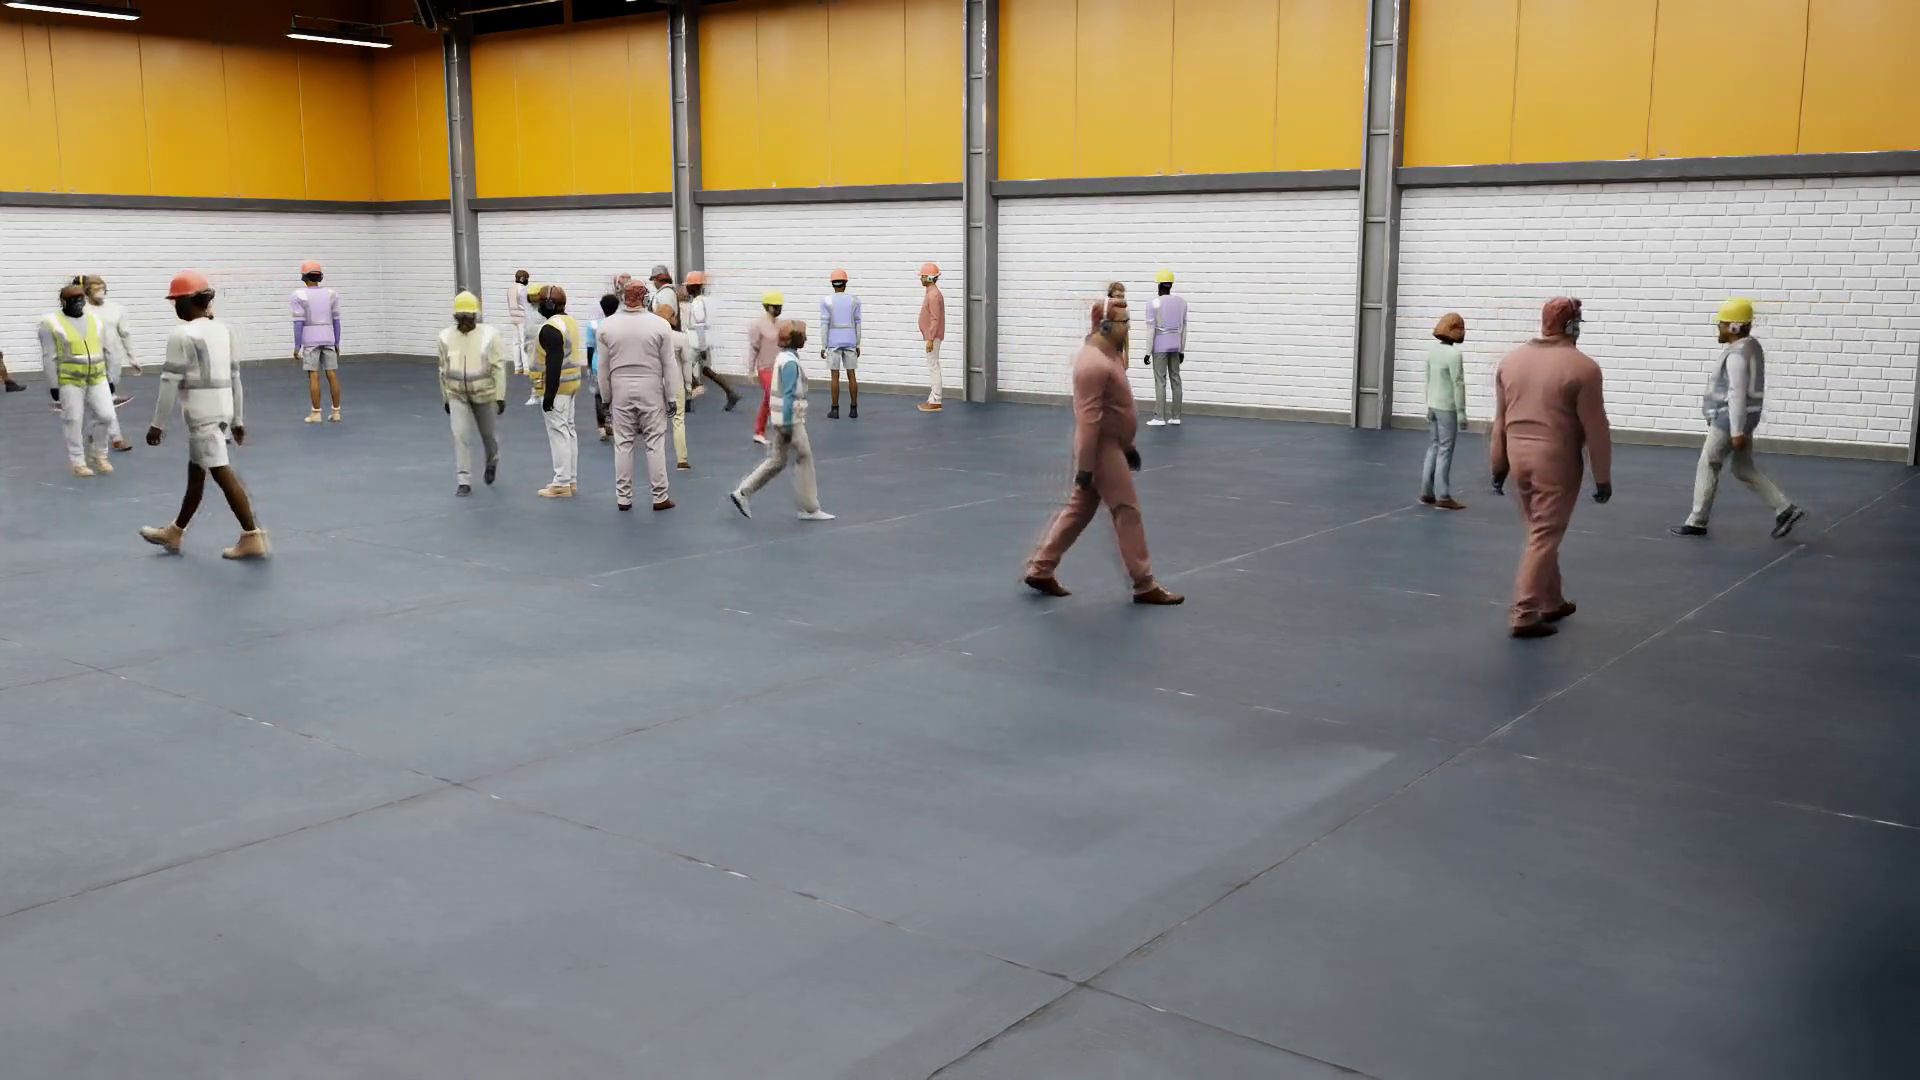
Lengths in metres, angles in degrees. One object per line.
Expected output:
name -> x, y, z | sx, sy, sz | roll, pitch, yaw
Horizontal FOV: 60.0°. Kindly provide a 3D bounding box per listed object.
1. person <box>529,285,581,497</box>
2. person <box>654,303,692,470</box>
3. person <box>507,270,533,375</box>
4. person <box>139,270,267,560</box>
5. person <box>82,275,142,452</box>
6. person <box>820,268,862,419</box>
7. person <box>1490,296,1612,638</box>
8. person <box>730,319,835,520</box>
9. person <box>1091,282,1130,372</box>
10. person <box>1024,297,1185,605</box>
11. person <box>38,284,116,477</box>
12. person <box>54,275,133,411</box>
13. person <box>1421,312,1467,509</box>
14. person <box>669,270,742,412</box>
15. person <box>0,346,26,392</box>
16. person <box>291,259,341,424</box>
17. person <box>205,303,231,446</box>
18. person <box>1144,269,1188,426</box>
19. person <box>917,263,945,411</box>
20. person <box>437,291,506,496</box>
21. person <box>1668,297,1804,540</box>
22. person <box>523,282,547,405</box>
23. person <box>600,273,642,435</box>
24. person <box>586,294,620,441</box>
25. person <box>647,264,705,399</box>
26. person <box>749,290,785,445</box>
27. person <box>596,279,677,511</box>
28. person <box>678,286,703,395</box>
person -> -3.534, -1.296, 14.530 | 0.429, 1.843, 0.633 | 0, 10, 1
person -> -2.863, -1.491, 16.267 | 0.500, 1.633, 0.284 | 0, 10, 0
person -> -7.674, -3.816, 29.219 | 0.429, 1.838, 0.621 | -10, 14, -44
person -> -5.295, -0.850, 11.477 | 1.034, 1.985, 0.631 | 1, 10, 7
person -> -9.289, -1.912, 17.994 | 1.016, 1.894, 0.640 | 6, 12, 33
person -> -1.540, -2.525, 21.425 | 0.542, 1.930, 0.375 | -3, 10, -17
person -> 3.370, -0.410, 9.270 | 0.837, 1.874, 0.665 | -6, 11, -30
person -> -1.424, -0.942, 13.146 | 0.767, 1.611, 0.522 | -2, 10, -12
person -> 1.804, -2.227, 20.140 | 0.532, 1.786, 0.953 | -2, 10, -12
person -> 0.847, -0.537, 10.082 | 0.970, 1.866, 0.642 | 1, 10, 5
person -> -8.326, -1.501, 15.763 | 0.500, 1.825, 0.662 | 7, 12, 37
person -> -11.855, -2.662, 22.557 | 0.987, 1.819, 0.510 | -5, 11, -27
person -> 4.030, -1.069, 13.811 | 0.275, 1.631, 0.514 | -2, 10, -10
person -> -3.414, -2.642, 22.200 | 0.901, 1.907, 0.546 | 1, 10, 4
person -> -14.906, -3.176, 25.333 | 0.544, 1.896, 0.985 | 8, 12, 37
person -> -8.031, -2.466, 20.752 | 0.388, 2.045, 0.605 | 10, 14, 44
person -> -8.270, -1.833, 18.257 | 0.507, 1.632, 0.267 | -9, 13, -42
person -> 2.518, -2.358, 20.461 | 0.588, 1.928, 0.384 | -5, 11, -25
person -> -0.391, -2.739, 22.482 | 0.378, 1.995, 0.609 | 0, 10, -2
person -> -4.322, -1.319, 14.817 | 0.597, 1.801, 0.833 | -1, 10, -5
person -> 5.754, -0.881, 12.232 | 0.826, 1.808, 0.590 | 8, 12, 38
person -> -5.961, -2.795, 23.616 | 0.499, 1.728, 0.706 | 6, 11, 30
person -> -3.863, -2.142, 19.311 | 0.773, 1.886, 0.694 | 3, 10, 18
person -> -3.895, -1.901, 18.597 | 0.540, 1.661, 0.550 | -3, 10, -17
person -> -4.198, -3.032, 24.057 | 0.966, 2.000, 0.699 | 0, 10, -2
person -> -2.021, -1.871, 18.229 | 0.548, 1.710, 0.925 | -9, 13, -43
person -> -2.644, -1.189, 13.716 | 0.651, 1.906, 0.404 | 0, 10, 2
person -> -4.092, -2.980, 24.922 | 0.514, 1.641, 0.307 | 0, 10, -1
